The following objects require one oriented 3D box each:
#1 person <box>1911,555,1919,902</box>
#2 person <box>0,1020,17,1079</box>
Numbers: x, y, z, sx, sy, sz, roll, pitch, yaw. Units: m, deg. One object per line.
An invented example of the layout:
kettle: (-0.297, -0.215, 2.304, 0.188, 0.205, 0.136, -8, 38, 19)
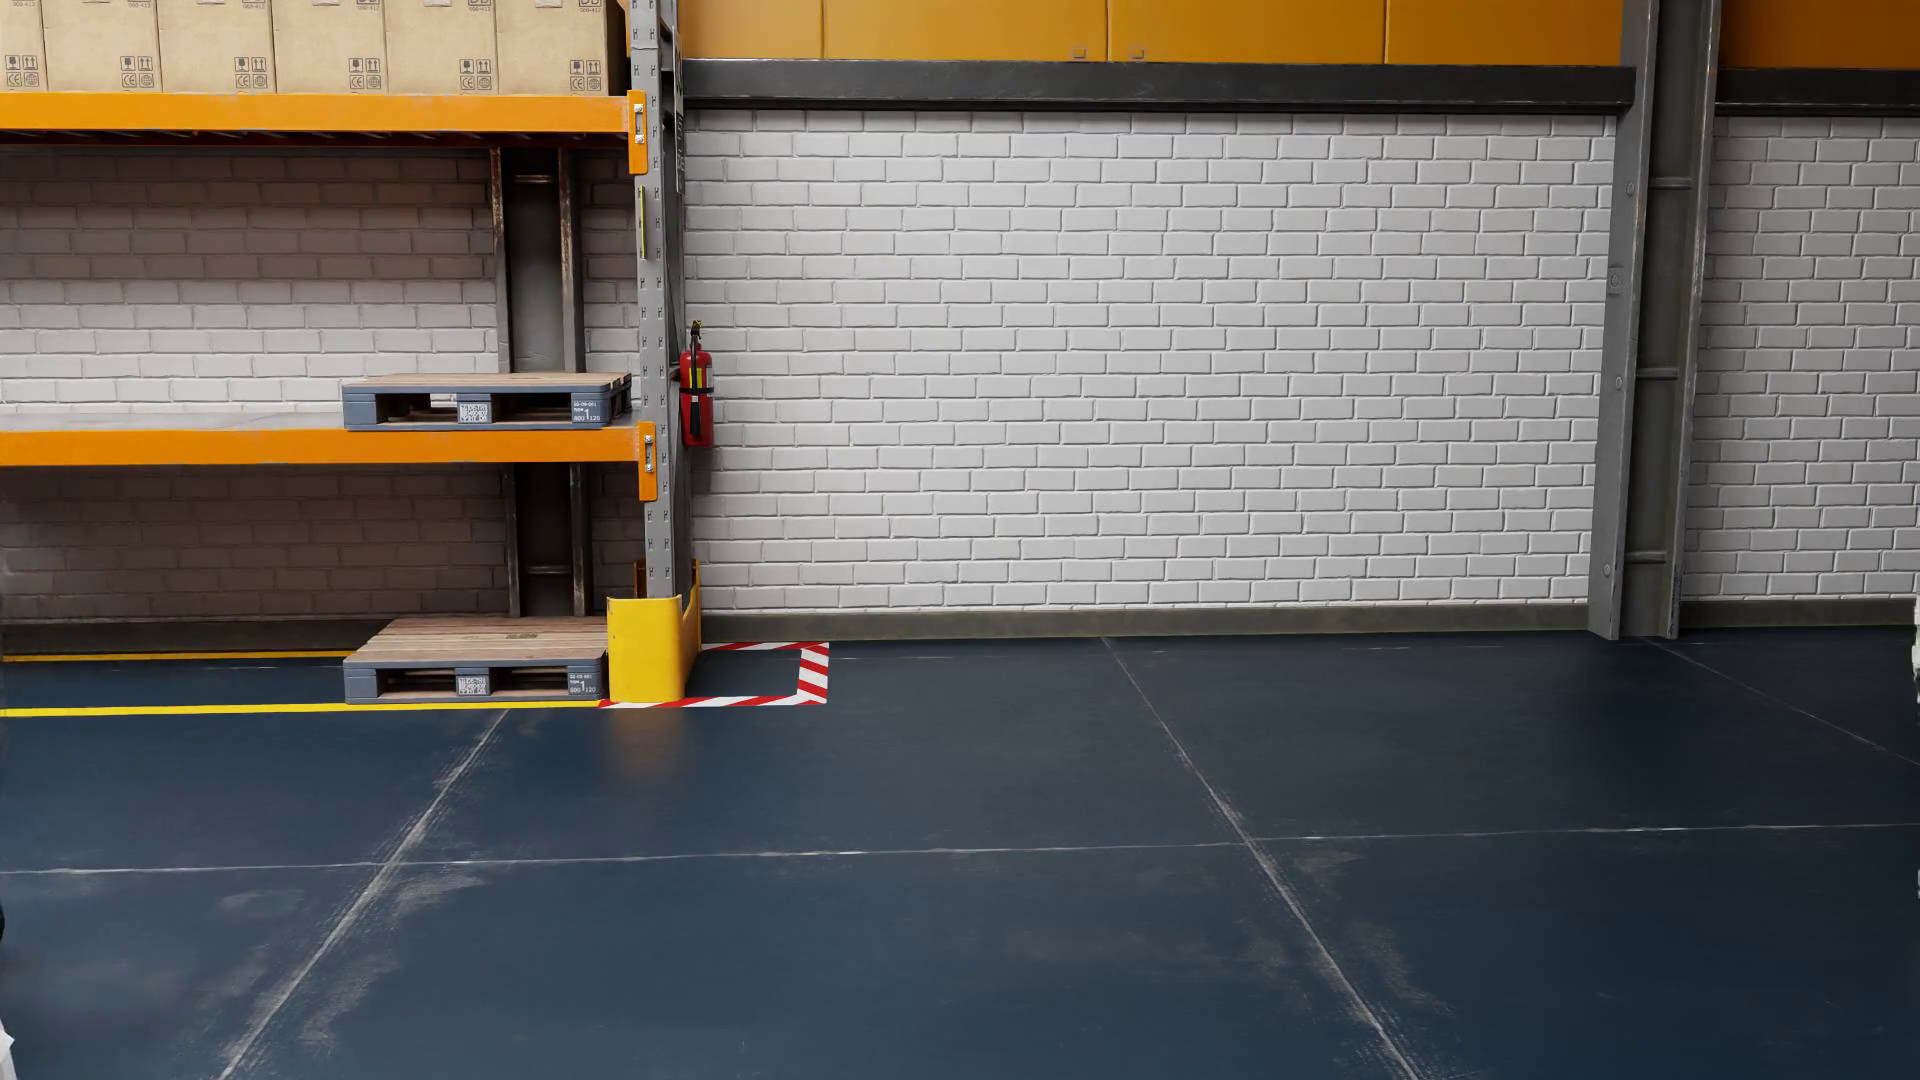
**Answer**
person: (3.057, 0.462, 4.866, 0.506, 1.596, 0.878, 4, 10, 22)
person: (-0.973, 0.854, 1.492, 0.355, 1.883, 0.573, -4, 10, -23)
